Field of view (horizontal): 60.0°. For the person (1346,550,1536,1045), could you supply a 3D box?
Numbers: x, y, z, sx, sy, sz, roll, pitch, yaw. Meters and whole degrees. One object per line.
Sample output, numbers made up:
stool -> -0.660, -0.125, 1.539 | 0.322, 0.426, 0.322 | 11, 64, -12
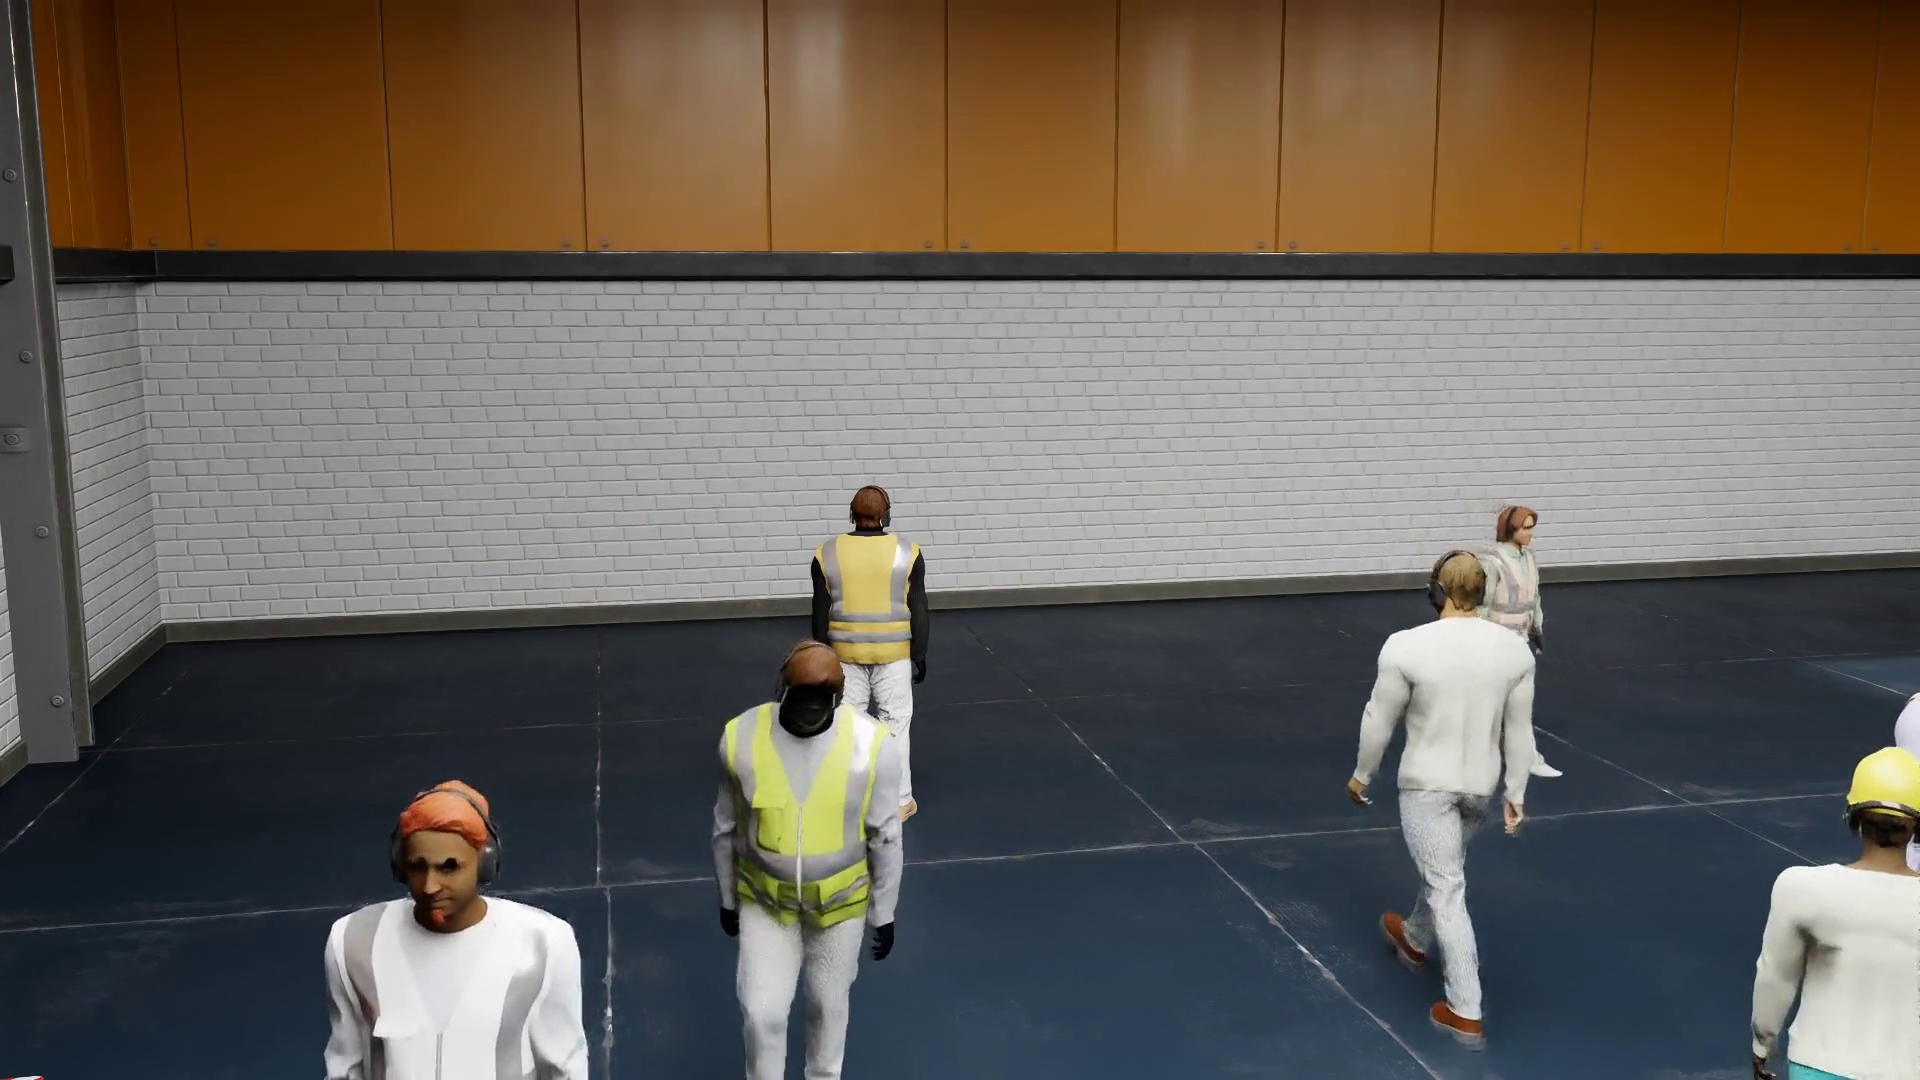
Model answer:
person -> 1.932, 0.970, 6.729 | 0.642, 1.883, 1.007 | -2, 10, -15

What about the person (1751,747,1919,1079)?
person -> 2.472, 1.399, 4.570 | 0.548, 1.724, 0.852 | 4, 10, 24

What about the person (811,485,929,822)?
person -> -0.480, 0.619, 9.013 | 0.633, 1.841, 0.429 | 0, 9, 2

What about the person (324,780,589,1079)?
person -> -1.140, 1.464, 3.768 | 0.614, 1.868, 0.452 | -1, 9, -5

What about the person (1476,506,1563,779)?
person -> 3.270, 0.577, 10.022 | 0.537, 1.593, 0.871 | -8, 13, -42

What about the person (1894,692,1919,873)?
person -> 3.533, 1.159, 5.723 | 0.623, 1.844, 0.429 | 1, 9, 7

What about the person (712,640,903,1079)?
person -> -0.509, 1.201, 5.565 | 0.642, 1.812, 0.595 | 0, 9, -1
